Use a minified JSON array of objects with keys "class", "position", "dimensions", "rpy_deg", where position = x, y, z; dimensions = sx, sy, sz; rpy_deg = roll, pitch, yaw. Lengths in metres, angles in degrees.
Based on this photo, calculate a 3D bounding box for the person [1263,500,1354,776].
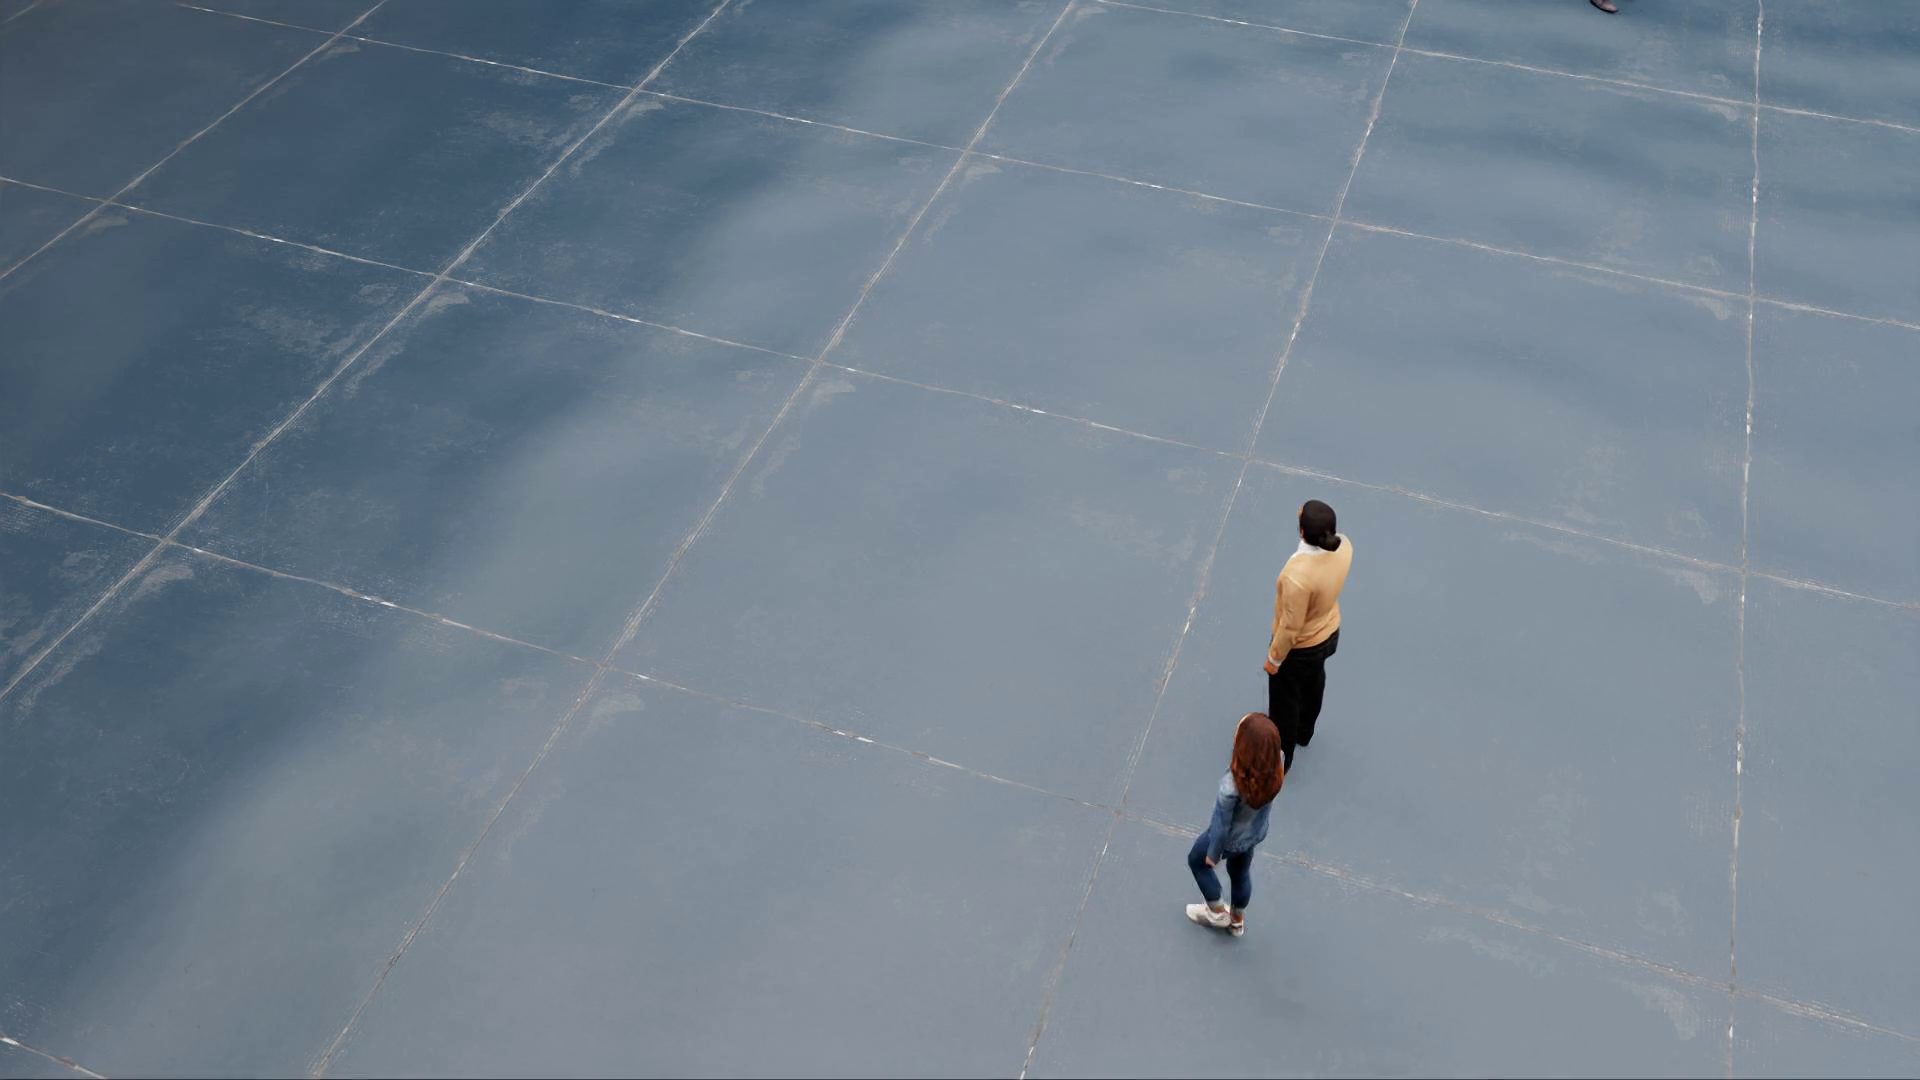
[{"class":"person","position":[1.704,0.484,8.270],"dimensions":[0.717,1.751,0.732],"rpy_deg":[30,51,28]}]

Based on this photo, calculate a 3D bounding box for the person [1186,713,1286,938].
[{"class":"person","position":[1.309,1.355,7.545],"dimensions":[0.671,1.467,0.687],"rpy_deg":[-31,51,-29]}]
